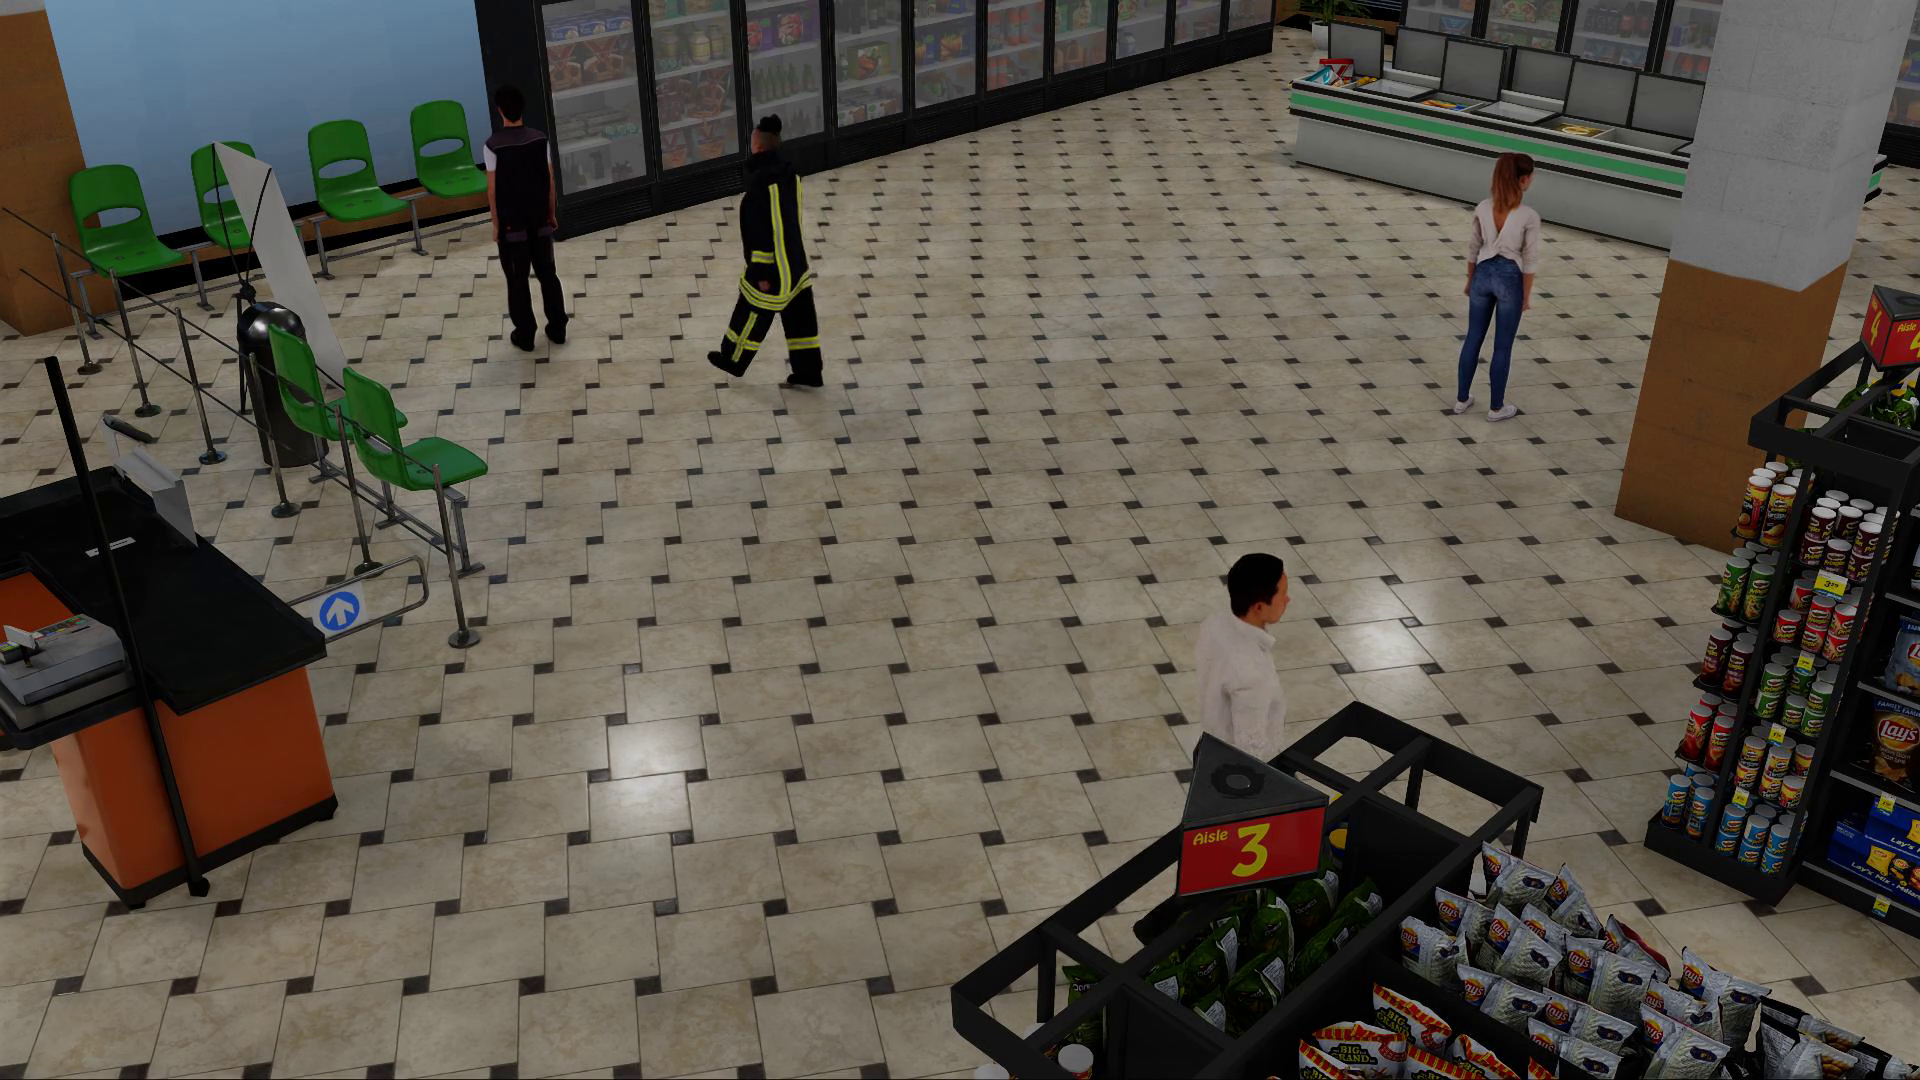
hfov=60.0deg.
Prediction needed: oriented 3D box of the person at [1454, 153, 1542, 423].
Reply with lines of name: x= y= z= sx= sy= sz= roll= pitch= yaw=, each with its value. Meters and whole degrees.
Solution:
person: x=3.415 y=-1.604 z=10.573 sx=0.449 sy=1.731 sz=0.663 roll=24 pitch=37 yaw=37

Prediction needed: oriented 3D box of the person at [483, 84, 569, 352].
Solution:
person: x=-3.042 y=-2.240 z=11.618 sx=0.654 sy=1.847 sz=0.599 roll=-21 pitch=35 yaw=-33

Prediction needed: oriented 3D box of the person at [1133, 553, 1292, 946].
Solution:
person: x=0.902 y=0.850 z=6.010 sx=0.955 sy=1.796 sz=0.911 roll=-3 pitch=29 yaw=-6

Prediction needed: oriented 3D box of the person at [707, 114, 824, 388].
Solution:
person: x=-1.138 y=-1.828 z=10.882 sx=1.177 sy=1.828 sz=0.949 roll=15 pitch=32 yaw=25
